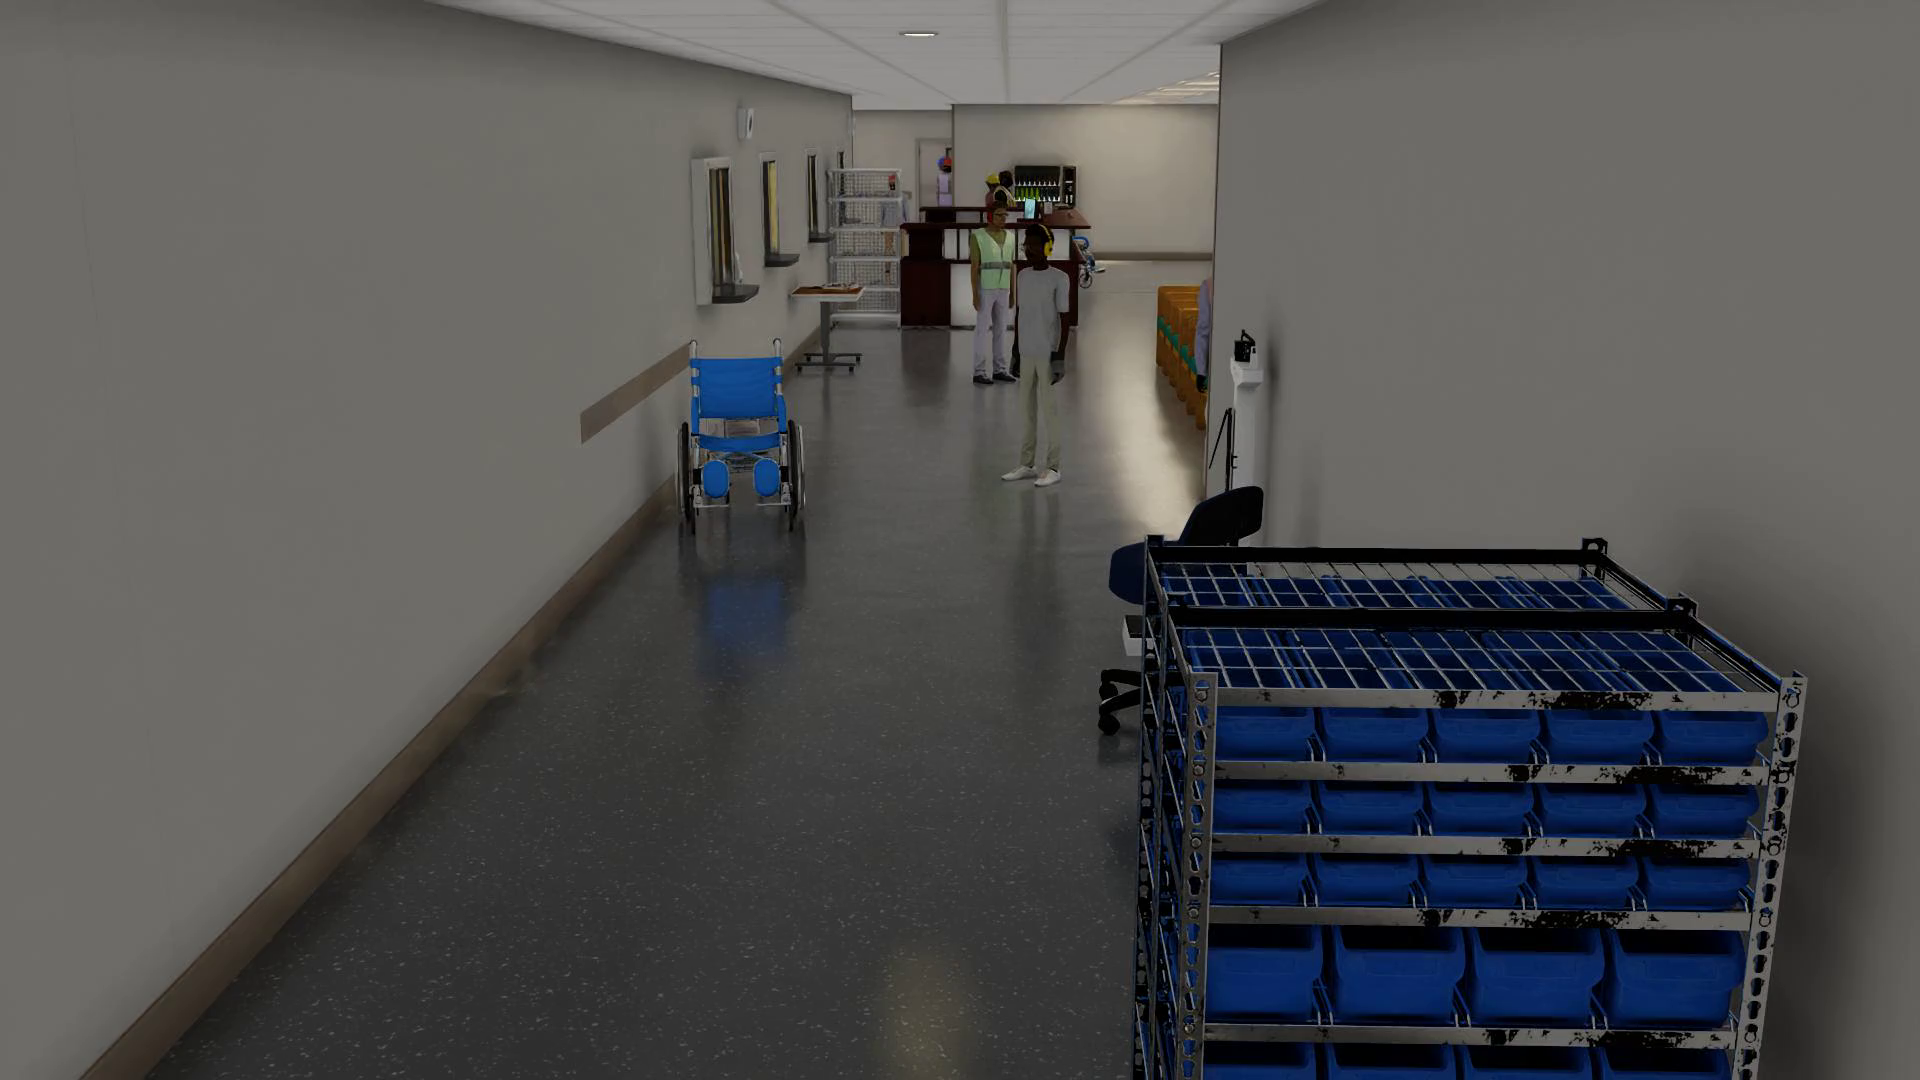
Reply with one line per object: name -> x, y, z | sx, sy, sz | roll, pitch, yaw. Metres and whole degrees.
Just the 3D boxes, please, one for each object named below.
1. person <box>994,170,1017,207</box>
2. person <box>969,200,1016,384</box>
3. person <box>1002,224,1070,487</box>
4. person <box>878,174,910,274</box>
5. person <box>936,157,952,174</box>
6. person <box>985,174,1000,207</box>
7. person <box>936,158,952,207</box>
person -> 0.784, -5.411, 28.599 | 0.429, 1.846, 0.625 | 2, 14, 8
person -> 0.324, -2.505, 16.824 | 0.562, 1.838, 0.387 | -11, 18, -38
person -> 0.555, -1.322, 11.944 | 0.514, 1.872, 0.328 | 13, 19, 42
person -> -1.170, -5.629, 29.656 | 0.563, 1.755, 0.320 | 0, 14, 1
person -> -0.323, -7.629, 37.443 | 0.466, 1.917, 0.640 | 0, 14, 1
person -> 0.579, -5.508, 29.145 | 0.306, 1.772, 0.525 | -3, 14, -12
person -> -0.258, -7.323, 36.161 | 0.552, 1.937, 0.356 | 10, 17, 35
